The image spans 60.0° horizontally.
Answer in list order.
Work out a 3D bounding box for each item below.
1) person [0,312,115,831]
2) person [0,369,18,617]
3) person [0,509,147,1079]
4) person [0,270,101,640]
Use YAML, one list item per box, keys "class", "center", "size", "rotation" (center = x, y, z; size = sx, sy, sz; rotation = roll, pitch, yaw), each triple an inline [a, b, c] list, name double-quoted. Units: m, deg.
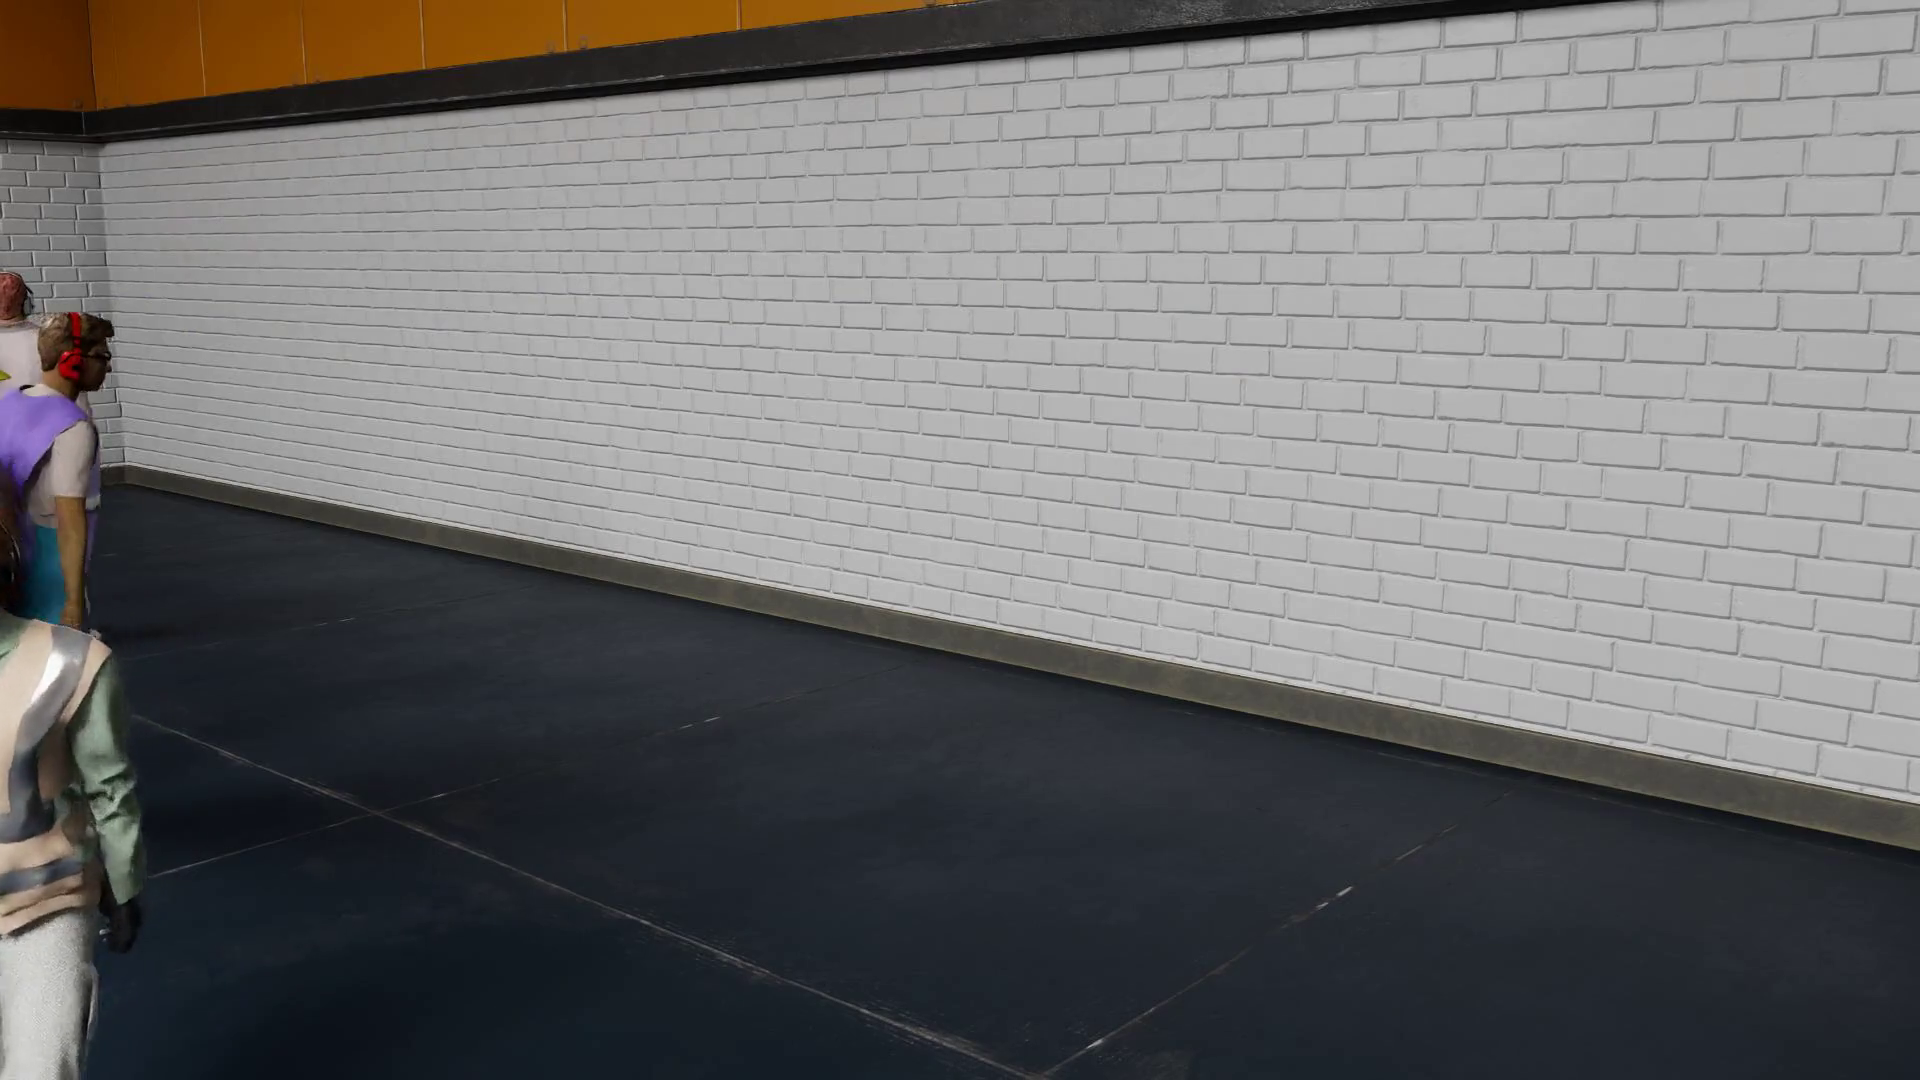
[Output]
- class: "person"
  center: [-3.119, 0.136, 5.665]
  size: [0.600, 1.811, 0.542]
  rotation: [9, 13, 41]
- class: "person"
  center: [-3.157, 0.213, 5.350]
  size: [0.315, 1.770, 0.523]
  rotation: [-3, 10, -16]
- class: "person"
  center: [-1.812, 0.700, 3.090]
  size: [0.517, 1.589, 0.853]
  rotation: [-1, 10, -8]
- class: "person"
  center: [-4.656, -0.376, 8.293]
  size: [0.643, 1.913, 0.410]
  rotation: [-4, 11, -20]
